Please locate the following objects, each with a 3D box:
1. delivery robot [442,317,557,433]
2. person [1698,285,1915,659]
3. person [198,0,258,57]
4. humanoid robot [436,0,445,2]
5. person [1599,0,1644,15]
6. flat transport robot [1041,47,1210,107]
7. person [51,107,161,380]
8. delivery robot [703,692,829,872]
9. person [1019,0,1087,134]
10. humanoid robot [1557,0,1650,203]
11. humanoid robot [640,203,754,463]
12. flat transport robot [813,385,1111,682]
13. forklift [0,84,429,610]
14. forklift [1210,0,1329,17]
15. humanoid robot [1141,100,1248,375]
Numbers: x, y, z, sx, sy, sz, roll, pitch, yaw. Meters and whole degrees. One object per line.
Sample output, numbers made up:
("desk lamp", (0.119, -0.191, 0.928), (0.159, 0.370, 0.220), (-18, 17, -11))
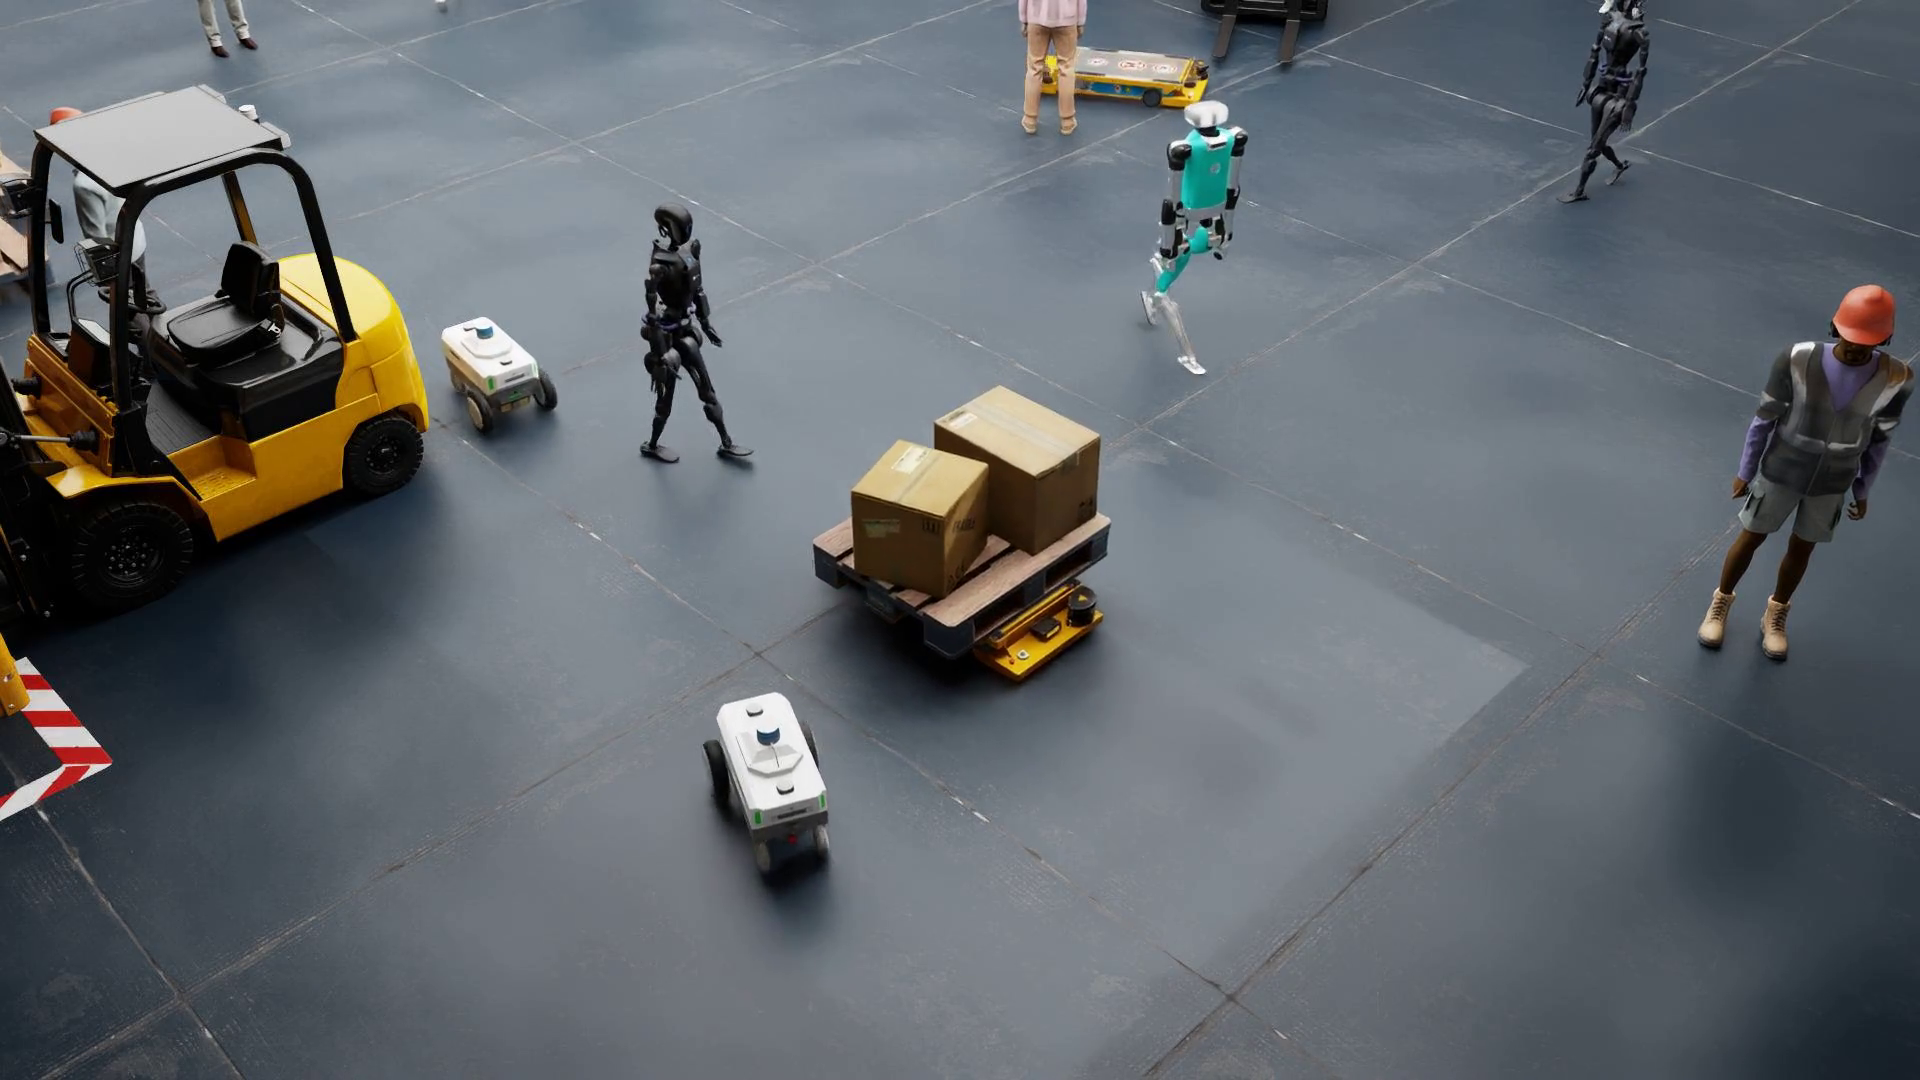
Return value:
("delivery robot", (-2.846, -1.038, 10.156), (0.499, 0.605, 0.781), (-25, 43, -30))
("person", (4.033, -0.297, 7.915), (0.610, 2.041, 0.392), (11, 38, 15))
("person", (-6.638, -5.180, 14.678), (0.389, 1.778, 0.534), (27, 44, 31))
("humanoid robot", (-4.982, -5.912, 15.673), (0.546, 1.742, 0.966), (-6, 37, -8))
("person", (6.341, -5.706, 15.494), (0.515, 1.634, 0.313), (24, 43, 28))
("flat transport robot", (1.397, -3.997, 14.347), (1.431, 0.231, 0.659), (9, 38, 12))
("person", (-5.184, -1.808, 10.187), (0.345, 1.740, 0.572), (-3, 37, -4))
("delivery robot", (-0.840, 1.032, 7.388), (0.499, 0.609, 0.813), (-12, 39, -16))
("person", (0.736, -4.116, 13.257), (0.545, 1.772, 0.410), (4, 37, 6))
("humanoid robot", (4.873, -3.318, 12.285), (0.702, 1.638, 0.610), (-13, 39, -16))
("humanoid robot", (-1.565, -1.130, 9.347), (0.672, 1.630, 0.599), (14, 39, 18))
("flat transport robot", (0.000, 0.207, 8.720), (1.431, 0.231, 0.659), (30, 46, 34))
("forklift", (-4.145, -1.093, 8.856), (2.313, 2.155, 1.214), (-31, 47, -34))
("forklift", (3.106, -6.400, 15.960), (1.214, 2.155, 2.313), (8, 37, 10))
("humanoid robot", (1.333, -1.997, 10.476), (0.531, 1.779, 1.004), (-17, 40, -22))
